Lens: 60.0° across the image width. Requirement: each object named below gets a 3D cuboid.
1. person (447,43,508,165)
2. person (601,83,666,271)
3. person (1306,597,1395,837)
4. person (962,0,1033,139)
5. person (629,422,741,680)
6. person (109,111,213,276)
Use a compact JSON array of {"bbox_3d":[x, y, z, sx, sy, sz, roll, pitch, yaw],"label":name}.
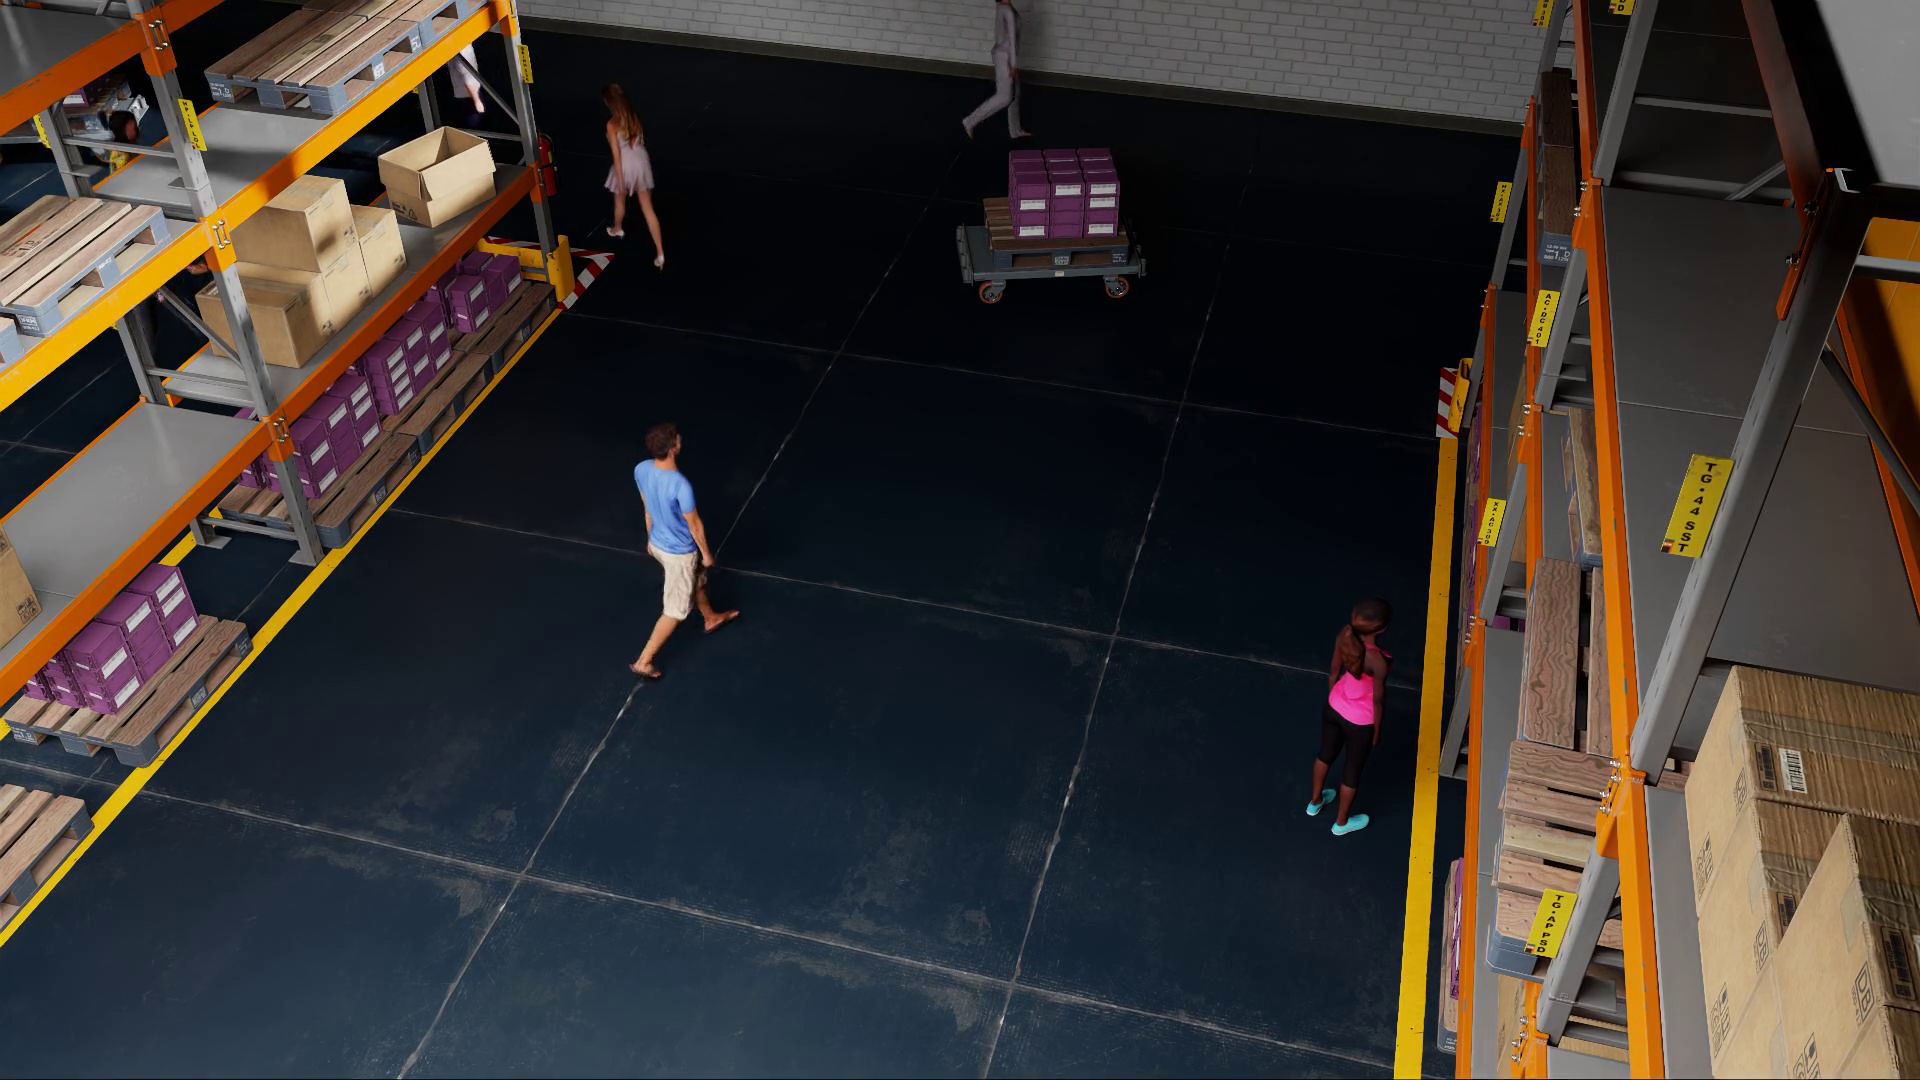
[{"bbox_3d":[-4.880,-4.413,16.434,0.905,1.829,0.805,-15,41,-18],"label":"person"},{"bbox_3d":[-2.912,-3.242,15.055,1.119,1.719,1.042,-28,47,-31],"label":"person"},{"bbox_3d":[2.280,1.023,9.709,0.715,1.726,0.662,-23,44,-26],"label":"person"},{"bbox_3d":[0.385,-4.937,17.149,0.951,1.755,1.037,-8,39,-9],"label":"person"},{"bbox_3d":[-1.902,0.091,10.787,1.046,1.839,1.298,32,48,33],"label":"person"},{"bbox_3d":[-7.374,-3.015,14.856,1.117,1.613,1.143,-12,40,-14],"label":"person"}]
